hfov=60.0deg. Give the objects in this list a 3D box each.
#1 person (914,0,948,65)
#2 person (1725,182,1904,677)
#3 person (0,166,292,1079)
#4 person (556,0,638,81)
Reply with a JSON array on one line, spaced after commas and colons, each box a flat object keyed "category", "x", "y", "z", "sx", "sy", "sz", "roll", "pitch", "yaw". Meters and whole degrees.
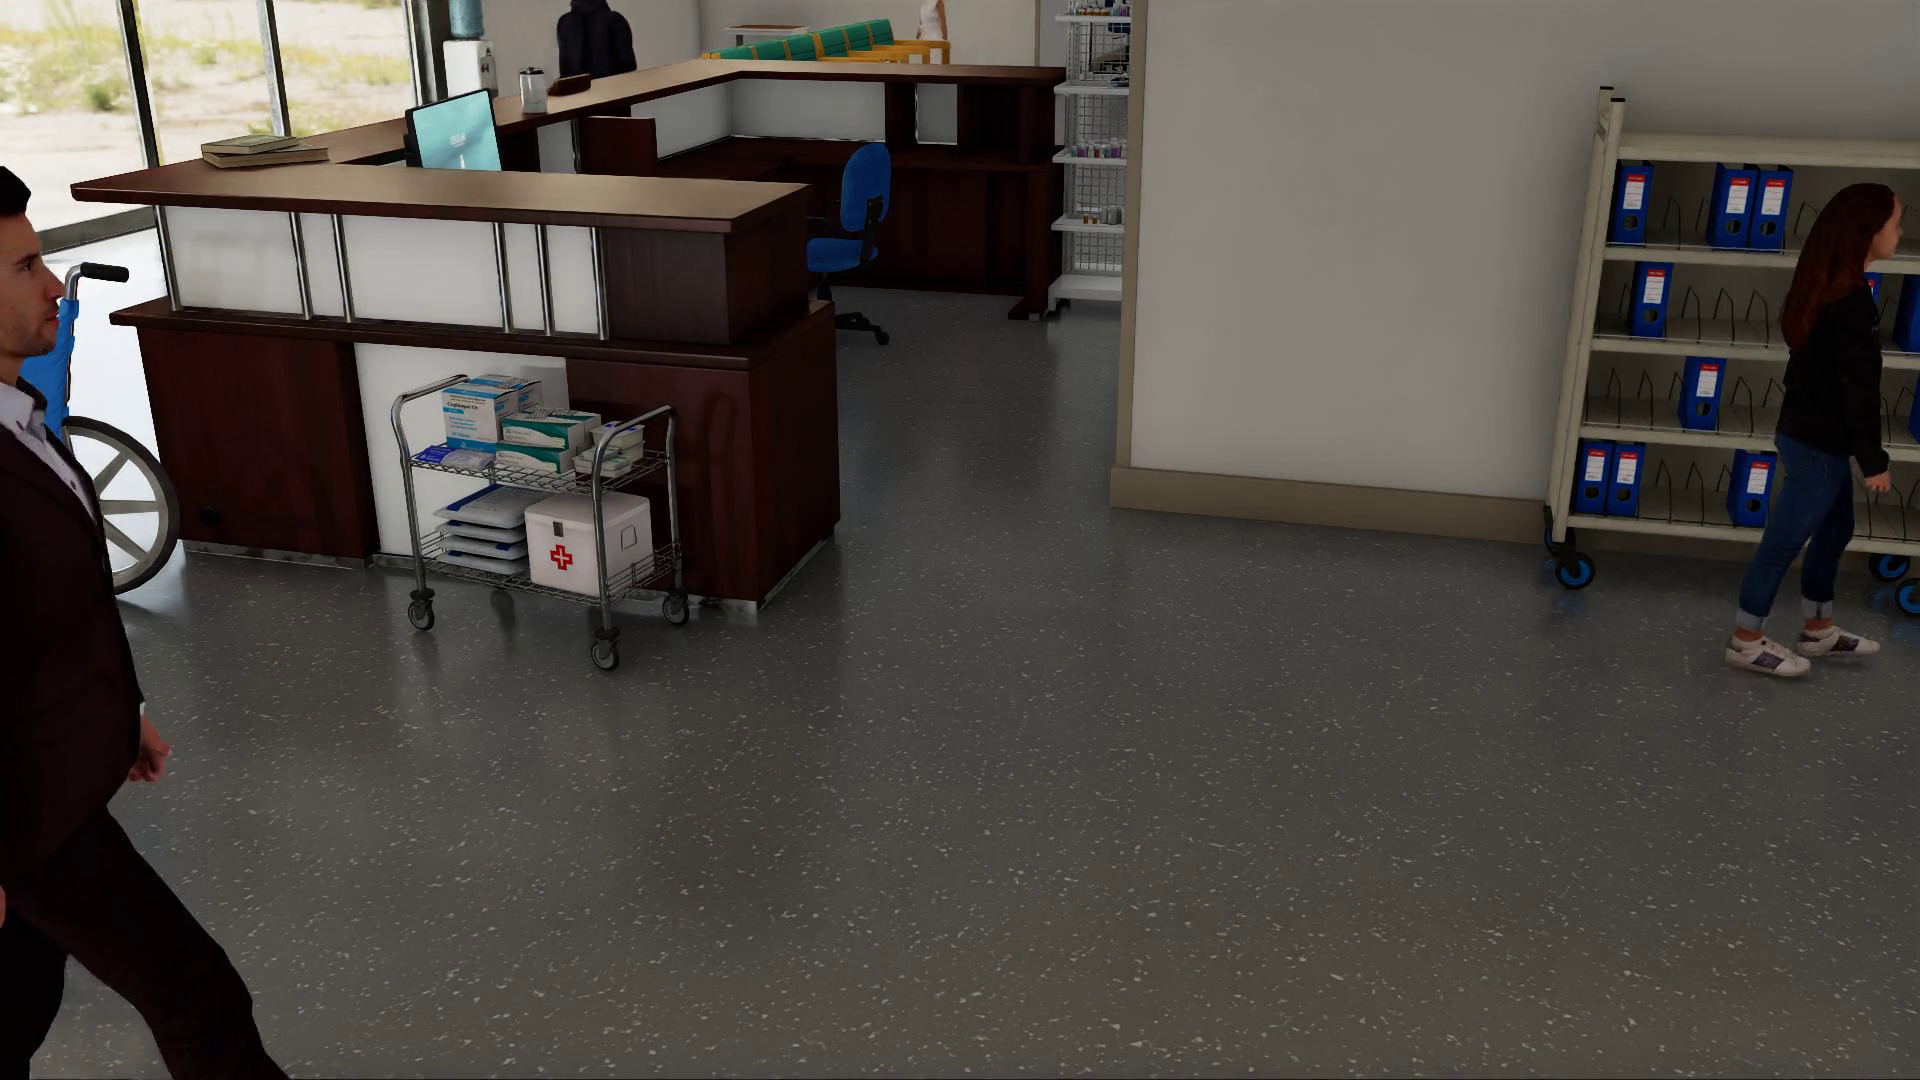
[{"category": "person", "x": -0.234, "y": -5.787, "z": 19.290, "sx": 0.984, "sy": 1.521, "sz": 0.896, "roll": -9, "pitch": 23, "yaw": -23}, {"category": "person", "x": 2.450, "y": -0.302, "z": 4.875, "sx": 0.661, "sy": 1.472, "sz": 0.580, "roll": 6, "pitch": 22, "yaw": 16}, {"category": "person", "x": -1.501, "y": 0.404, "z": 2.520, "sx": 1.262, "sy": 1.821, "sz": 1.149, "roll": -8, "pitch": 22, "yaw": -21}, {"category": "person", "x": -2.376, "y": -2.765, "z": 10.843, "sx": 1.192, "sy": 1.853, "sz": 0.866, "roll": 9, "pitch": 23, "yaw": 23}]
